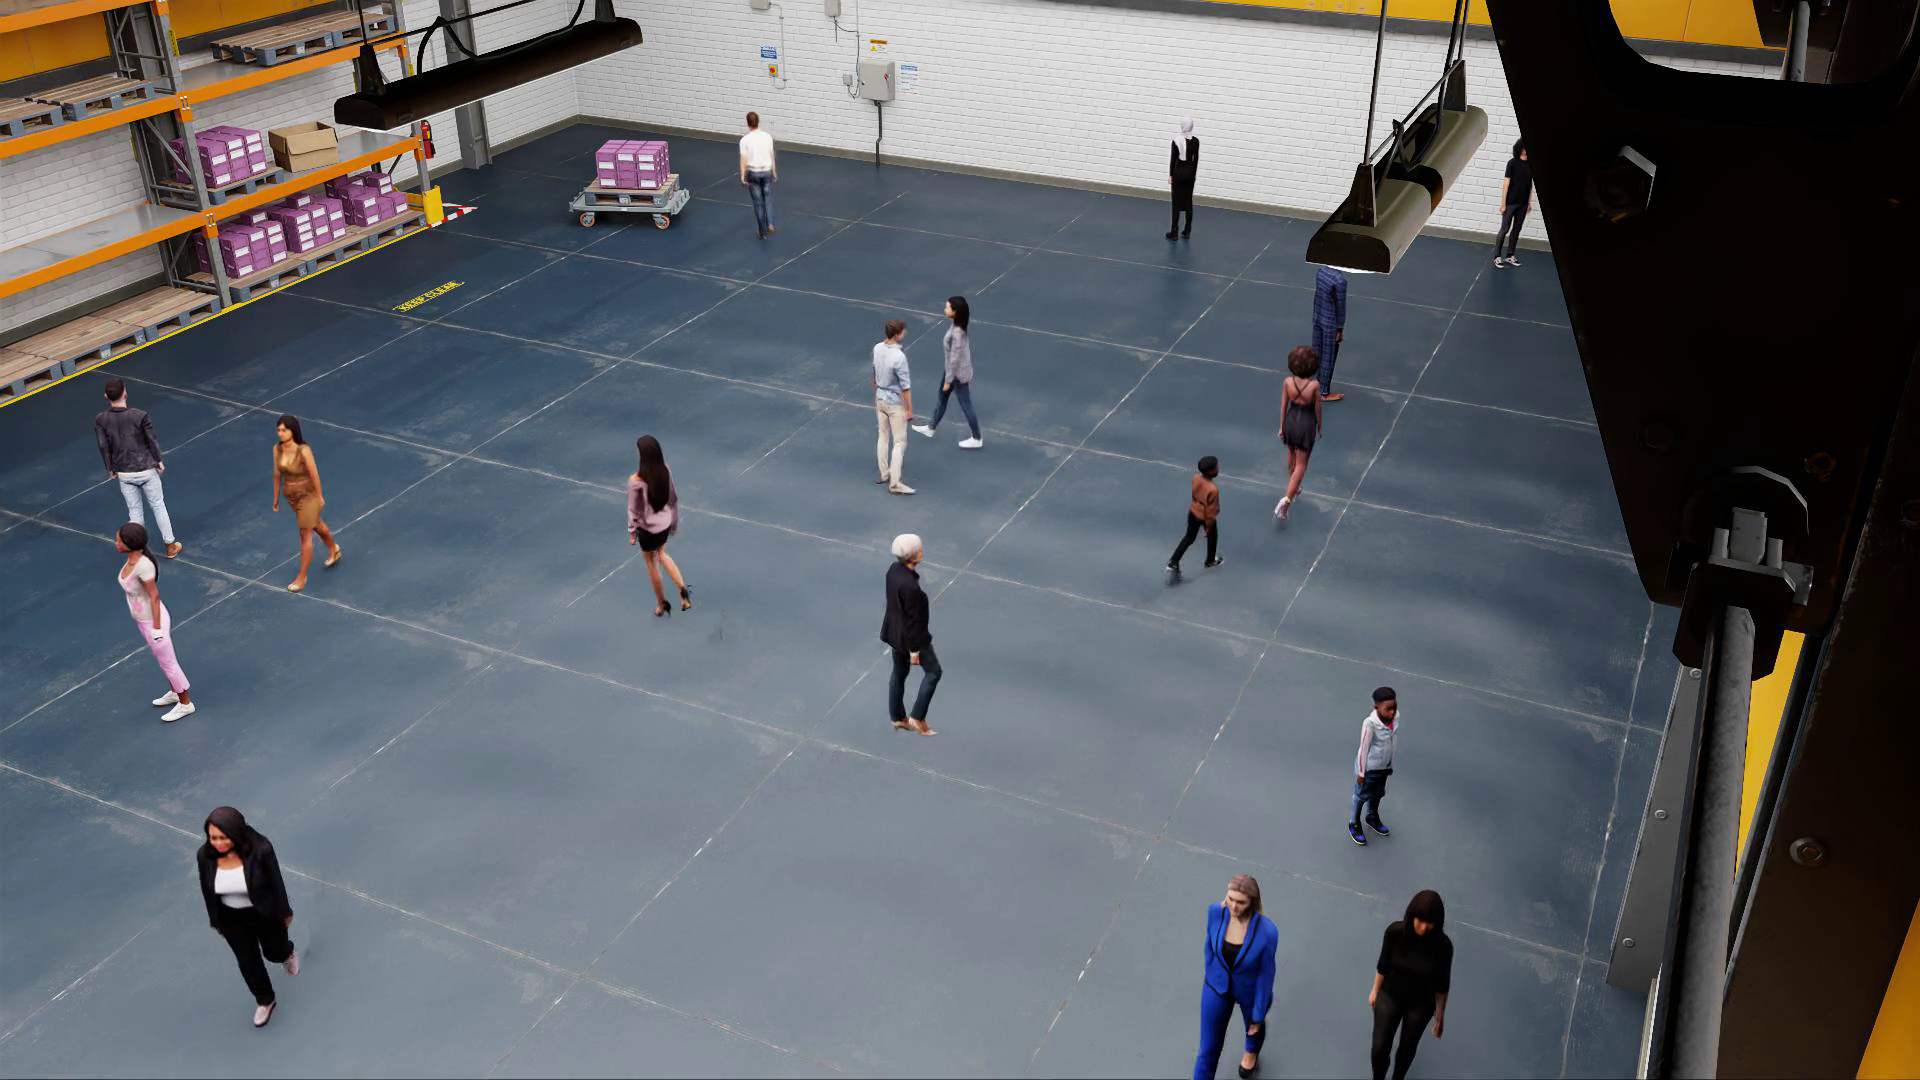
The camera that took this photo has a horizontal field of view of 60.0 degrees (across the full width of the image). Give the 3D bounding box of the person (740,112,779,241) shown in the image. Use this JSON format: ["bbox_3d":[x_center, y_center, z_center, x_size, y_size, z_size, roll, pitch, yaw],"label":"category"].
[{"bbox_3d":[-2.861,-5.226,23.981,0.832,1.845,0.905,-13,31,-23],"label":"person"}]

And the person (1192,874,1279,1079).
[{"bbox_3d":[1.681,2.622,9.803,0.640,1.645,1.157,14,32,24],"label":"person"}]

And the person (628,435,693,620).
[{"bbox_3d":[-2.615,-0.061,14.558,0.773,1.801,0.751,21,35,33],"label":"person"}]

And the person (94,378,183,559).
[{"bbox_3d":[-7.733,-0.655,15.610,0.726,1.836,0.767,-8,30,-15],"label":"person"}]

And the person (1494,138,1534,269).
[{"bbox_3d":[7.718,-4.717,23.060,0.699,1.834,0.750,-9,30,-16],"label":"person"}]

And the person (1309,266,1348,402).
[{"bbox_3d":[4.210,-2.496,19.004,0.805,1.818,0.758,-12,31,-21],"label":"person"}]

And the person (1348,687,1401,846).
[{"bbox_3d":[3.020,1.602,12.075,0.552,1.260,0.622,-14,31,-23],"label":"person"}]

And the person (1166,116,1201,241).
[{"bbox_3d":[3.238,-5.231,24.061,0.669,1.777,0.729,-10,30,-18],"label":"person"}]

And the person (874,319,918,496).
[{"bbox_3d":[-0.711,-1.411,16.995,0.879,1.839,0.802,24,37,37],"label":"person"}]

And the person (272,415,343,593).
[{"bbox_3d":[-6.008,-0.408,15.355,0.593,1.648,1.052,11,30,19],"label":"person"}]

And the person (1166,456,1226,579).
[{"bbox_3d":[2.186,-0.203,15.416,0.993,1.229,0.796,-20,35,-33],"label":"person"}]

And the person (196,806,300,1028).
[{"bbox_3d":[-4.441,2.289,10.458,0.868,1.603,0.945,-5,29,-10],"label":"person"}]

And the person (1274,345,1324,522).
[{"bbox_3d":[3.318,-1.017,16.361,0.650,1.753,1.115,17,33,29],"label":"person"}]

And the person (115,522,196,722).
[{"bbox_3d":[-6.472,0.641,13.335,0.665,1.741,0.663,-19,34,-31],"label":"person"}]

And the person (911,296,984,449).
[{"bbox_3d":[0.058,-1.772,17.802,0.941,1.699,1.067,3,29,5],"label":"person"}]

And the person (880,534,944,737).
[{"bbox_3d":[-0.433,0.759,12.625,0.848,1.772,0.885,-12,31,-21],"label":"person"}]

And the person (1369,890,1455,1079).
[{"bbox_3d":[2.635,2.644,9.775,0.616,1.633,0.596,9,30,16],"label":"person"}]
